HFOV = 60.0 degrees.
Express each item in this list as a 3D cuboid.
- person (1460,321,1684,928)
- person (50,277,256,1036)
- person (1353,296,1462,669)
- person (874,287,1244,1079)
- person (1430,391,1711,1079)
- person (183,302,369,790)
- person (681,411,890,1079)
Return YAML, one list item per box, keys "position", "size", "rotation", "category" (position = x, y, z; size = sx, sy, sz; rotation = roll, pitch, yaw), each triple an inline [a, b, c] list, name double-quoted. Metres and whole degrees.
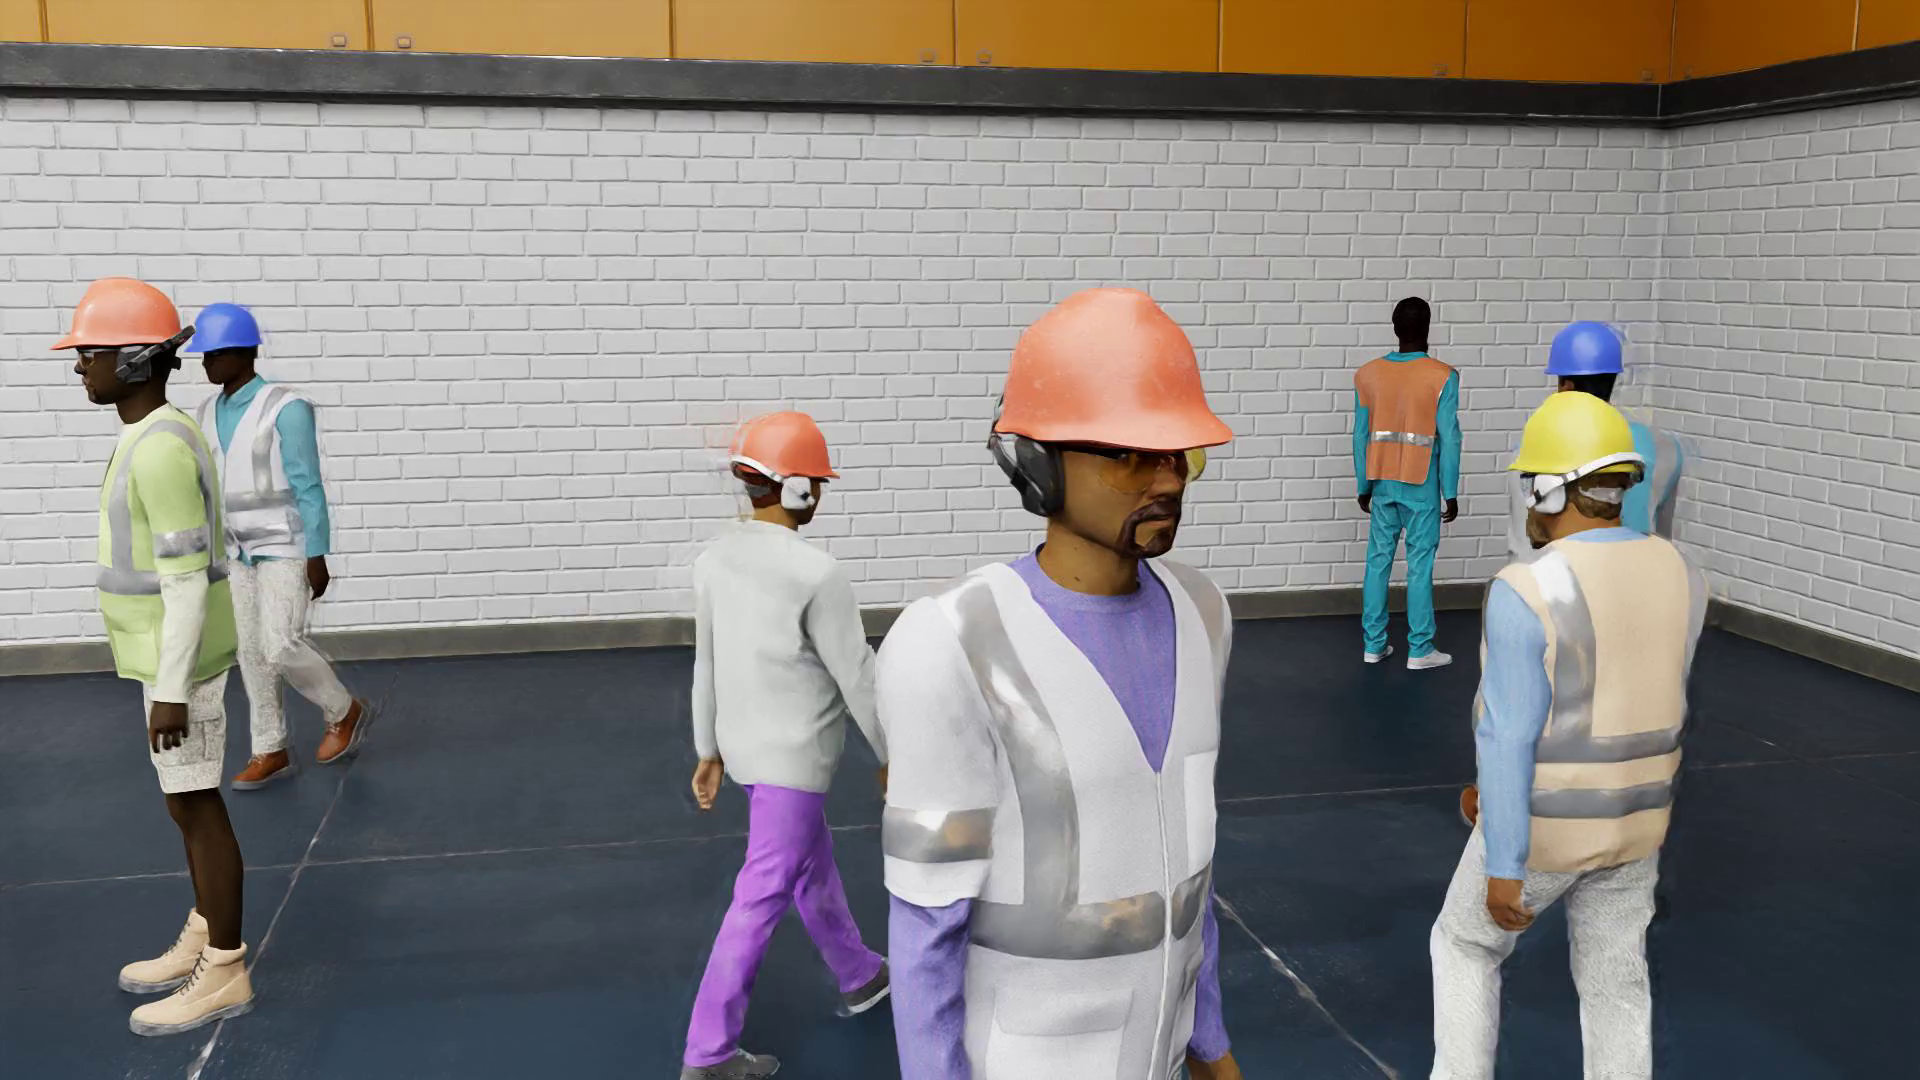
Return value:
- position: [2.041, 0.235, 5.495]
  size: [0.612, 1.893, 1.008]
  rotation: [-1, 9, -4]
  category: "person"
- position: [-2.177, 0.319, 4.524]
  size: [0.394, 2.044, 0.609]
  rotation: [-5, 10, -27]
  category: "person"
- position: [2.304, -0.291, 8.614]
  size: [0.589, 1.922, 0.393]
  rotation: [8, 12, 41]
  category: "person"
- position: [0.173, 0.694, 2.234]
  size: [0.605, 2.045, 0.383]
  rotation: [-8, 12, -42]
  category: "person"
- position: [1.264, 0.577, 3.664]
  size: [0.600, 1.808, 0.721]
  rotation: [-4, 10, -23]
  category: "person"
- position: [-2.738, 0.033, 6.583]
  size: [0.647, 1.938, 0.547]
  rotation: [4, 10, 25]
  category: "person"
- position: [-0.405, 0.524, 4.299]
  size: [0.874, 1.702, 0.573]
  rotation: [-7, 12, -37]
  category: "person"
